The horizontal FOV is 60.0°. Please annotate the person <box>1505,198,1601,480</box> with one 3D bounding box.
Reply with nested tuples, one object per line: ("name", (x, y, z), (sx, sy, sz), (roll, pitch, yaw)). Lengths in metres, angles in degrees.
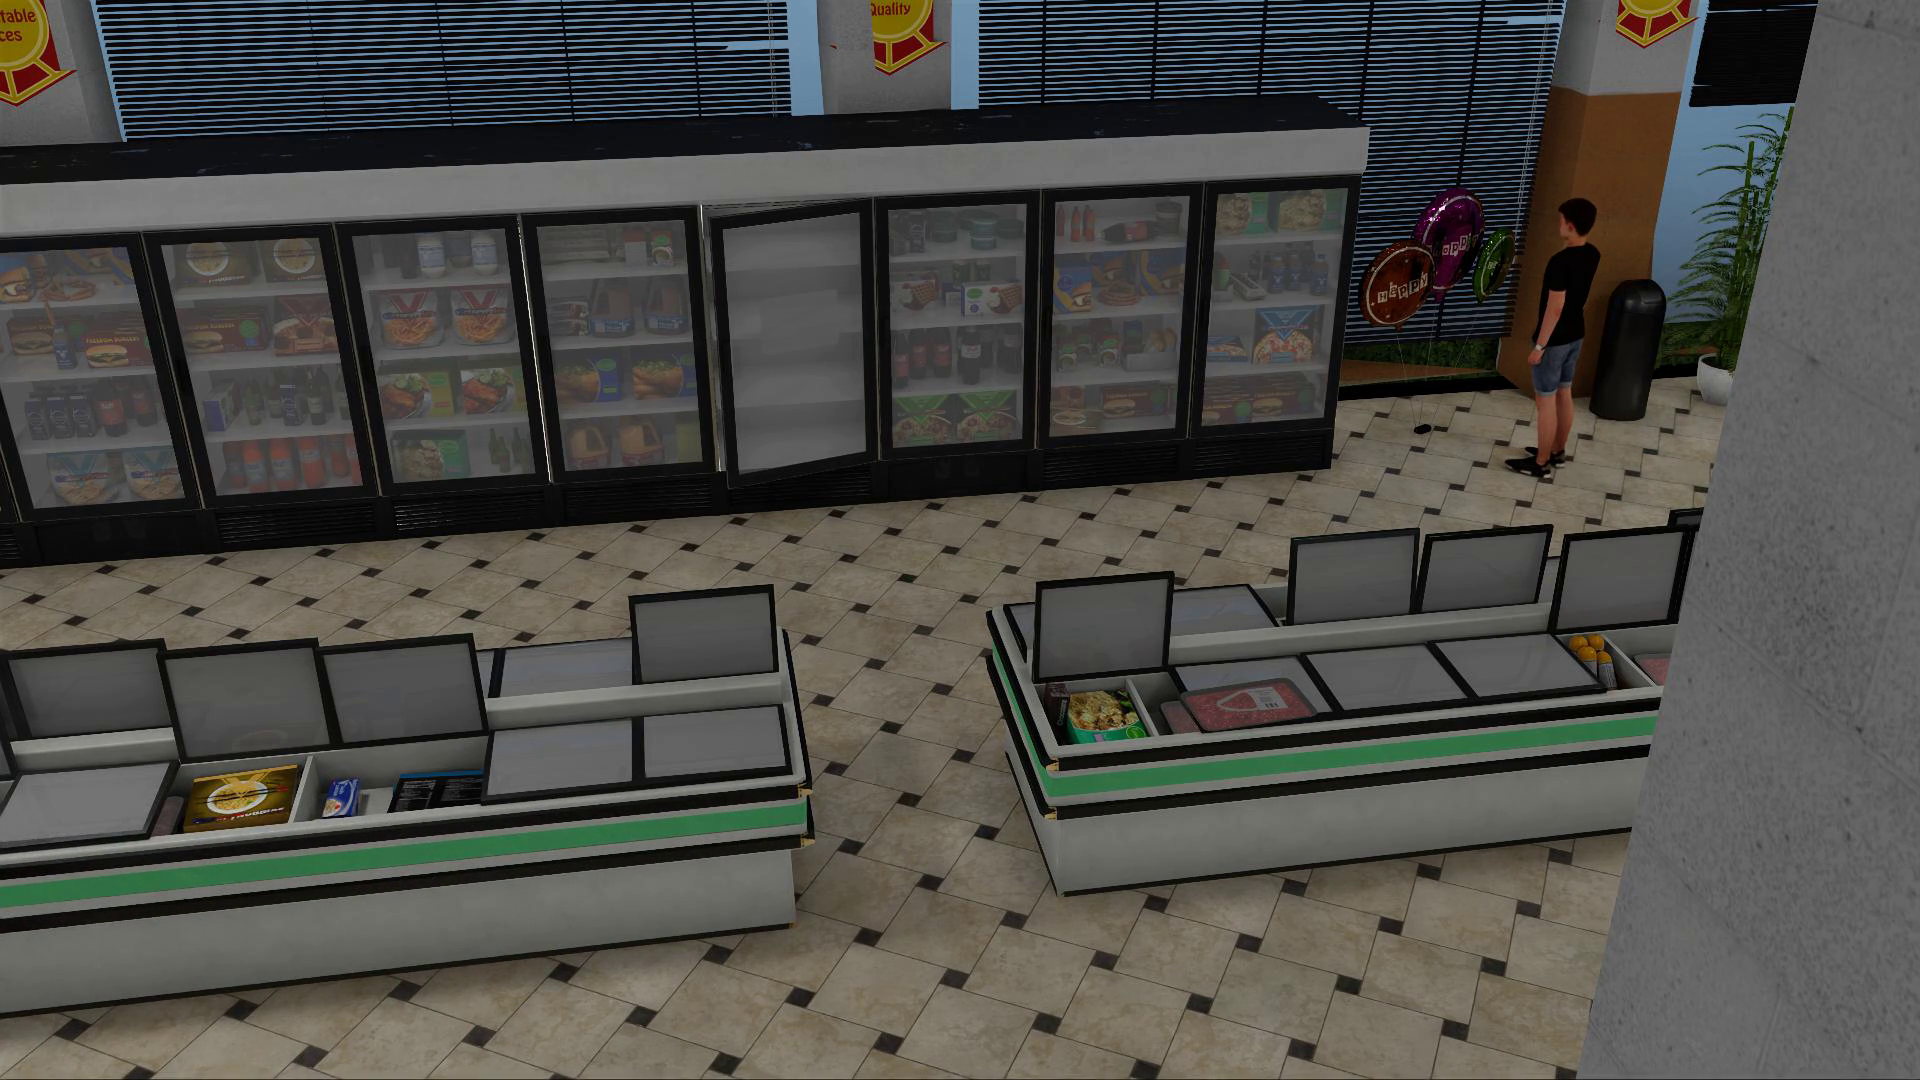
("person", (3.897, -1.305, 10.793), (0.704, 1.847, 0.812), (-24, 36, -39))
